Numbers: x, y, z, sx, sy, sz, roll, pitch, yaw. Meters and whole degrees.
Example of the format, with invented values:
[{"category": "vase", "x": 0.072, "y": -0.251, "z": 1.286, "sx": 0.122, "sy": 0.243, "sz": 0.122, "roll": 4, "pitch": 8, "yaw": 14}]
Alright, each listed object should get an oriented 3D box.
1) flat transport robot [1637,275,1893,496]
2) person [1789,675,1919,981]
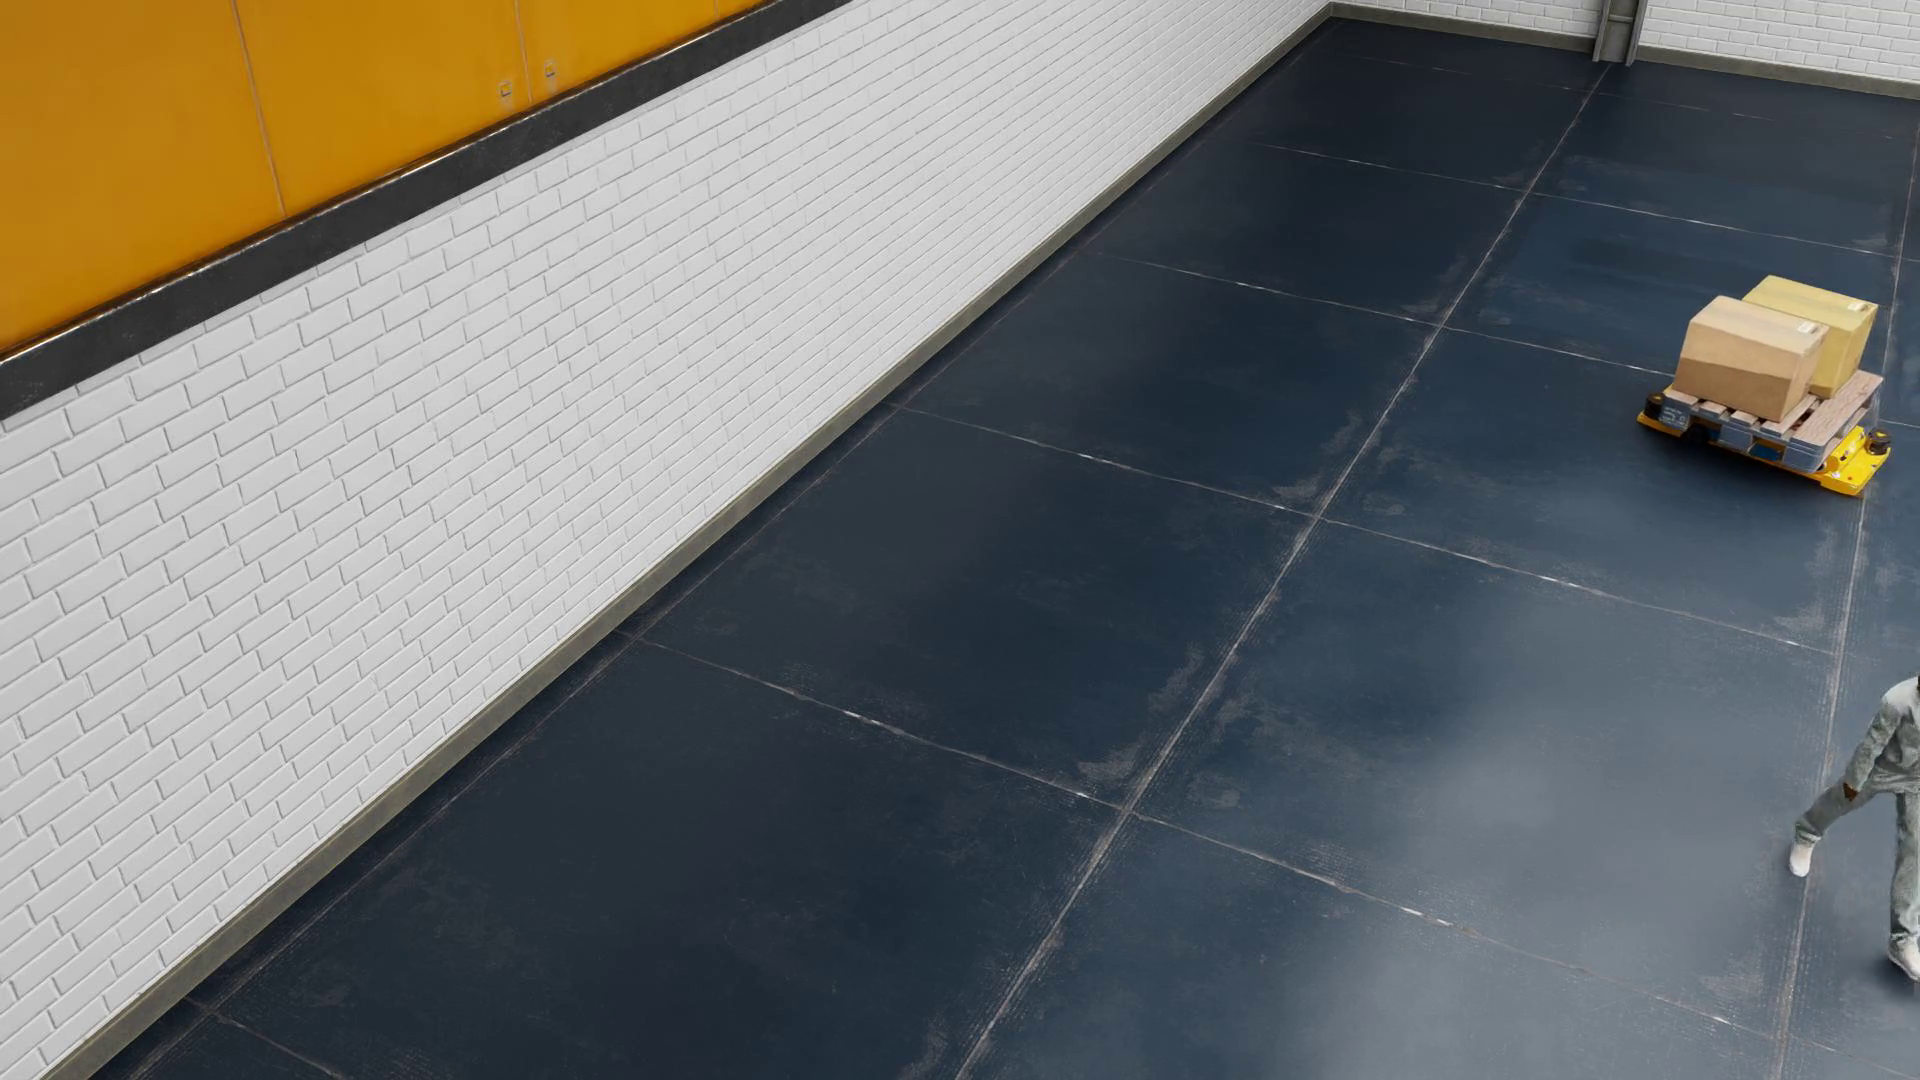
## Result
[{"category": "flat transport robot", "x": 5.347, "y": -0.737, "z": 11.074, "sx": 1.431, "sy": 0.231, "sz": 0.659, "roll": 26, "pitch": 42, "yaw": 33}, {"category": "person", "x": 4.094, "y": 1.044, "z": 7.182, "sx": 0.492, "sy": 1.647, "sz": 1.008, "roll": 2, "pitch": 34, "yaw": 3}]
